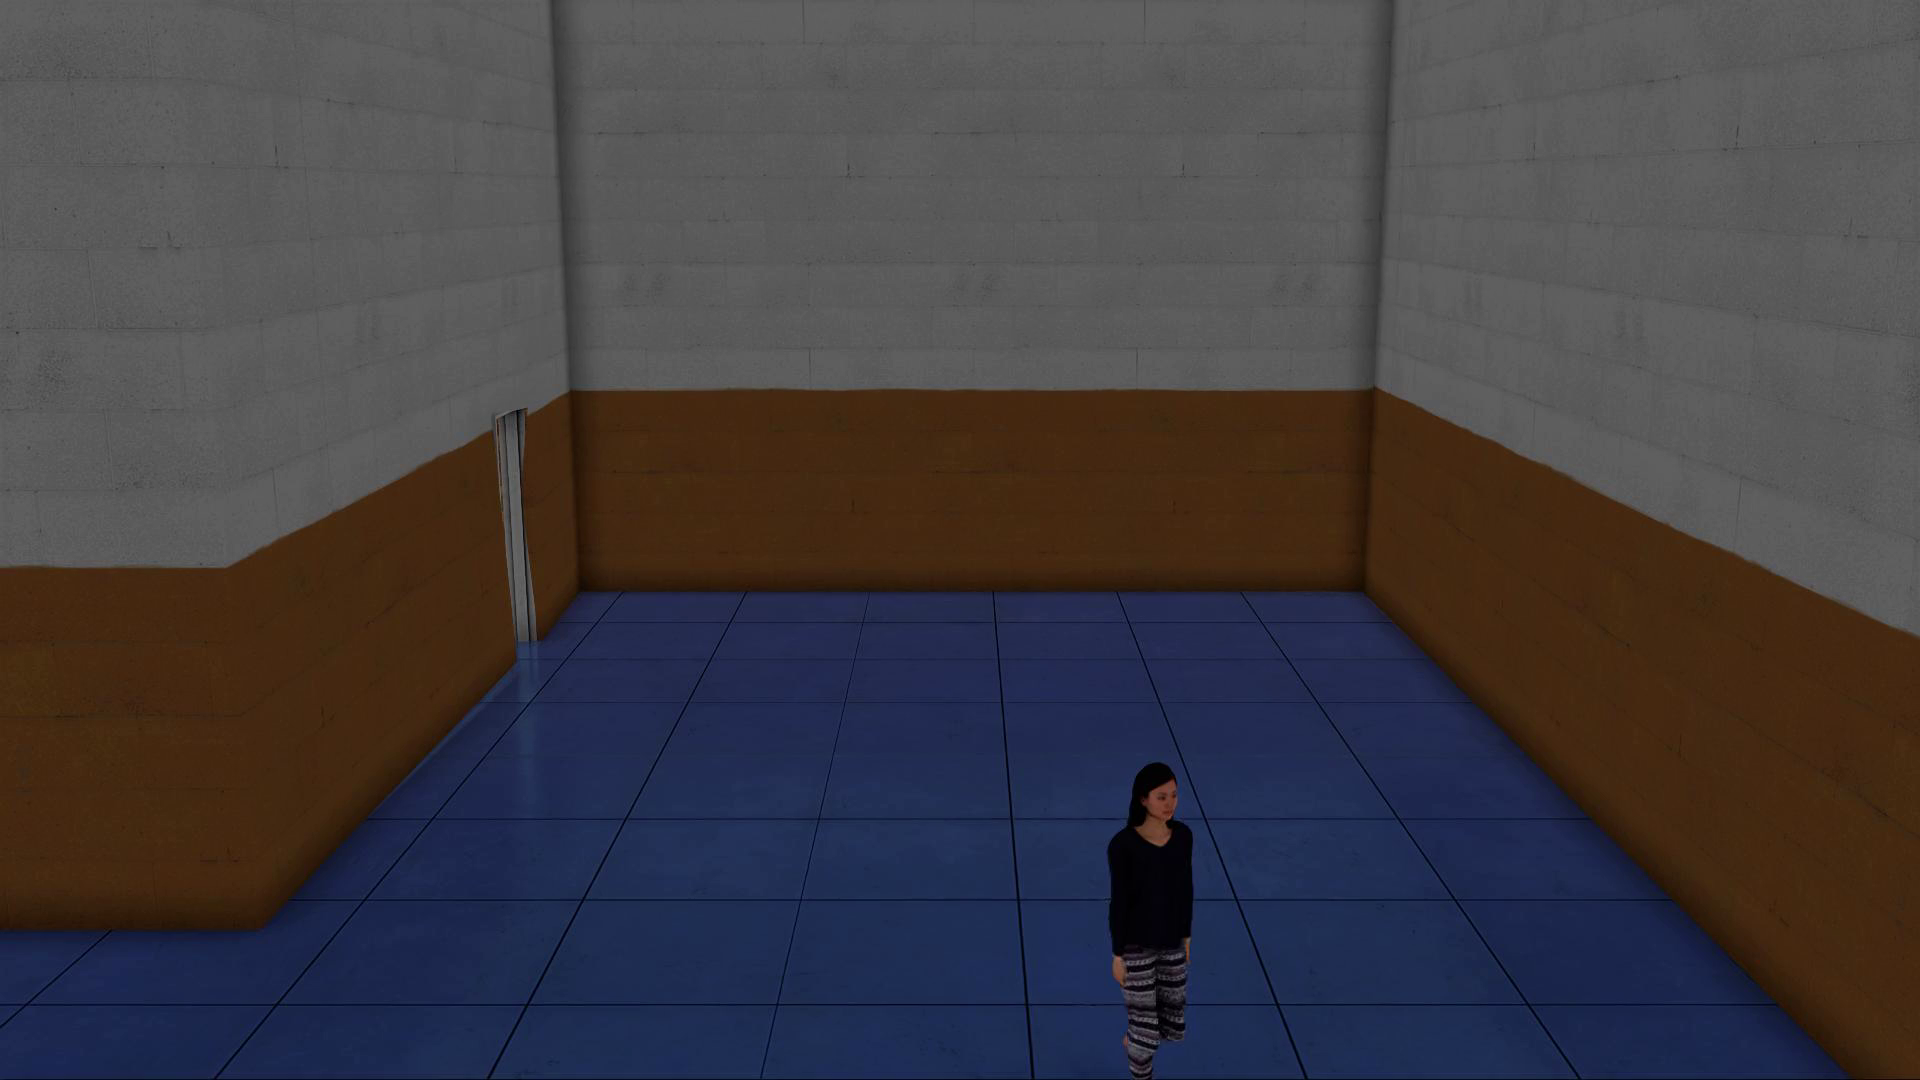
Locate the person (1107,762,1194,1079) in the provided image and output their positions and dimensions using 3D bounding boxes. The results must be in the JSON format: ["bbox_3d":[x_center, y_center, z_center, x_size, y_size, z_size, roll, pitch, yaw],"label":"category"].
[{"bbox_3d":[0.831,1.831,7.708,0.765,1.725,0.805,-5,13,-24],"label":"person"}]
